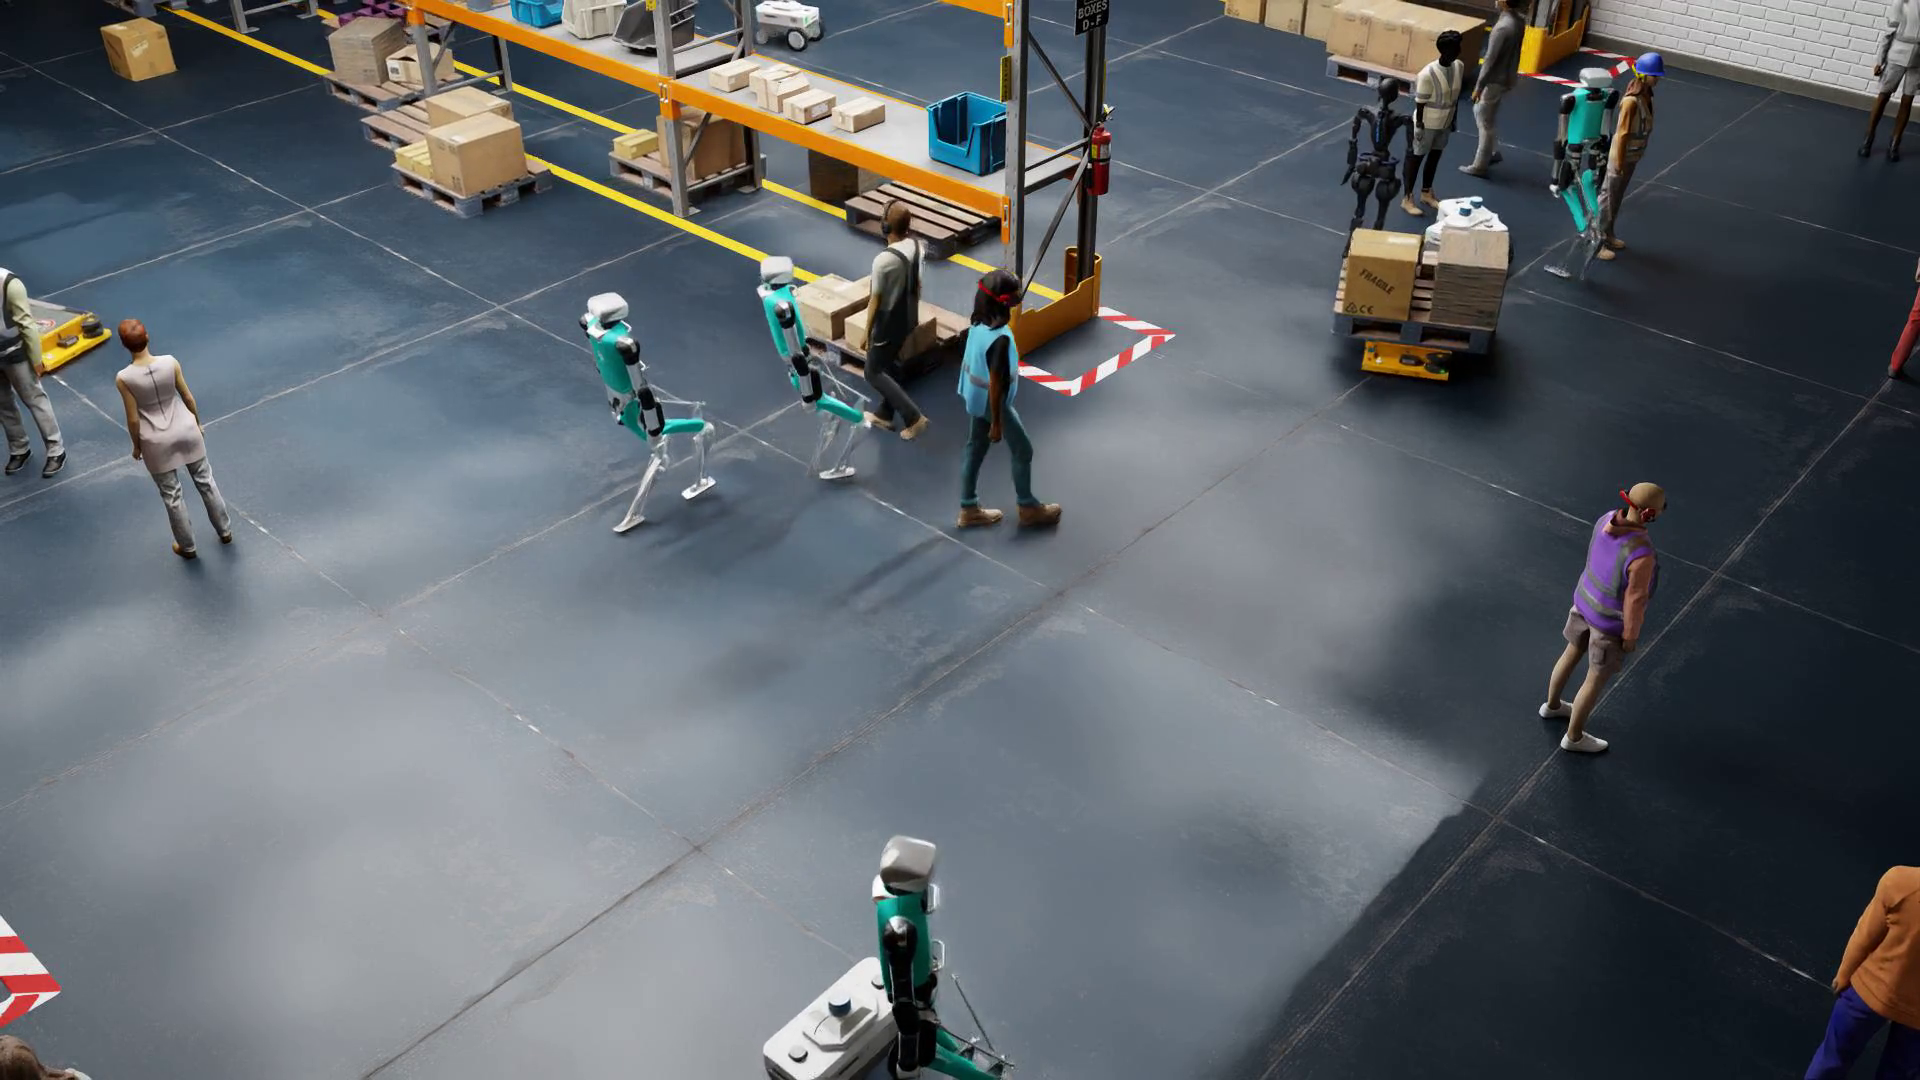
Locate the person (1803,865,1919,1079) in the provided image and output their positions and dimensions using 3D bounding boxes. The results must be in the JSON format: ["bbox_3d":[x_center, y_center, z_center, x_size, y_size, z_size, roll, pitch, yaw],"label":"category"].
[{"bbox_3d":[3.805,1.819,6.684,0.518,1.972,0.404,19,39,25],"label":"person"}]

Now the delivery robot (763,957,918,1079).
[{"bbox_3d":[-0.510,2.201,7.387,0.525,0.613,0.785,26,42,32],"label":"delivery robot"}]

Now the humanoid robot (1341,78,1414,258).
[{"bbox_3d":[3.540,-3.110,14.068,0.603,1.649,0.399,19,39,26],"label":"humanoid robot"}]

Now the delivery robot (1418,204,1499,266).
[{"bbox_3d":[4.276,-2.582,14.315,0.785,0.613,0.523,-28,44,-35],"label":"delivery robot"}]

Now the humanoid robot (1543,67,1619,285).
[{"bbox_3d":[5.232,-2.938,13.795,0.530,1.811,0.765,-11,36,-15],"label":"humanoid robot"}]

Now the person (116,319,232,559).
[{"bbox_3d":[-5.005,-0.641,10.514,0.451,1.657,0.283,-28,44,-35],"label":"person"}]

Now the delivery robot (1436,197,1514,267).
[{"bbox_3d":[4.443,-2.672,14.431,0.499,0.597,0.779,-8,35,-12],"label":"delivery robot"}]

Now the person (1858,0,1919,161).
[{"bbox_3d":[9.154,-4.630,16.065,0.546,1.926,0.388,13,37,18],"label":"person"}]

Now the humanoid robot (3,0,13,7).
[{"bbox_3d":[-11.898,-7.443,20.387,0.594,1.624,0.748,-19,39,-25],"label":"humanoid robot"}]

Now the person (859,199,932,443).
[{"bbox_3d":[-0.468,-1.511,11.630,0.636,1.820,0.534,21,40,28],"label":"person"}]

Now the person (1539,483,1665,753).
[{"bbox_3d":[3.487,0.410,8.971,0.352,1.685,0.485,-5,35,-8],"label":"person"}]

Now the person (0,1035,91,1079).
[{"bbox_3d":[-3.257,2.404,6.100,0.337,1.659,0.496,22,40,28],"label":"person"}]

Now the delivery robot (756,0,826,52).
[{"bbox_3d":[-1.973,-5.998,19.264,0.812,0.614,0.499,14,37,20],"label":"delivery robot"}]

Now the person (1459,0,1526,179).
[{"bbox_3d":[5.026,-4.321,15.643,0.467,1.886,0.567,27,43,34],"label":"person"}]

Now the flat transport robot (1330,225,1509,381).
[{"bbox_3d":[3.602,-1.708,13.285,0.659,0.231,1.431,9,36,13],"label":"flat transport robot"}]

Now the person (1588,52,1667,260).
[{"bbox_3d":[5.726,-3.299,14.260,0.309,1.778,0.467,23,41,30],"label":"person"}]

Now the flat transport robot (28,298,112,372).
[{"bbox_3d":[-7.561,-1.673,13.235,1.431,0.231,0.659,13,37,18],"label":"flat transport robot"}]

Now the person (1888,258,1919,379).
[{"bbox_3d":[7.386,-1.970,12.357,0.519,1.758,0.346,27,43,33],"label":"person"}]

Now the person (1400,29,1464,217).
[{"bbox_3d":[4.282,-3.770,15.017,0.532,1.693,0.320,-20,39,-27],"label":"person"}]

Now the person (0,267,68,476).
[{"bbox_3d":[-6.520,-1.270,11.286,0.590,1.824,0.403,2,35,3],"label":"person"}]

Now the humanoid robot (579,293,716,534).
[{"bbox_3d":[-1.927,-0.899,10.871,0.988,1.750,0.553,-28,44,-34],"label":"humanoid robot"}]

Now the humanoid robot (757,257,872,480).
[{"bbox_3d":[-0.901,-1.078,11.121,0.818,1.808,0.547,-10,36,-14],"label":"humanoid robot"}]

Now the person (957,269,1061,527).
[{"bbox_3d":[0.347,-0.896,10.722,0.806,1.838,0.568,-10,36,-14],"label":"person"}]

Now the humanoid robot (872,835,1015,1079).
[{"bbox_3d":[-0.011,1.930,6.731,0.680,1.808,0.553,1,35,1],"label":"humanoid robot"}]
